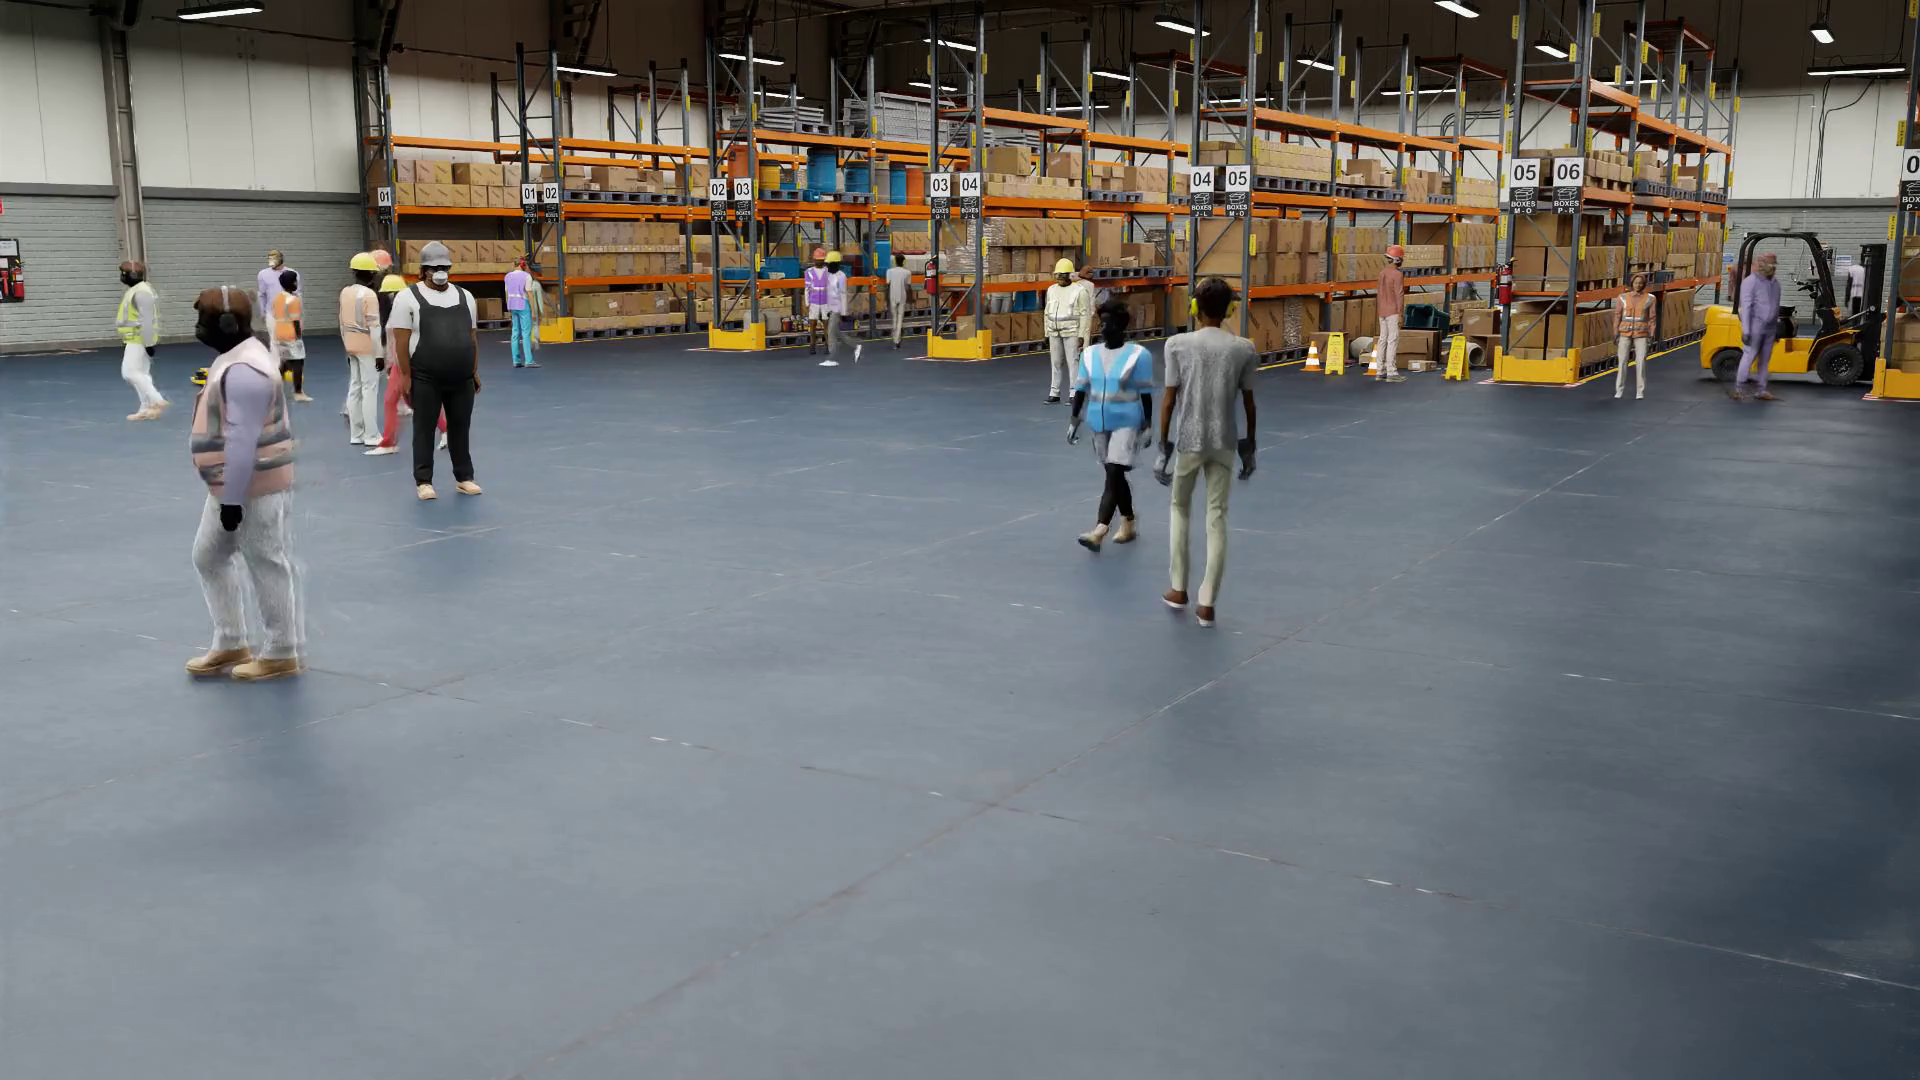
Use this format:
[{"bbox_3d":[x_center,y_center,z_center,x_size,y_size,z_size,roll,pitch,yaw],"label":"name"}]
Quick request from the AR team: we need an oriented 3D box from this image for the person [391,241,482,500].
[{"bbox_3d":[-4.114,-1.349,13.246,0.689,2.000,0.539,-9,13,-41],"label":"person"}]

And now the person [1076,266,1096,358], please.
[{"bbox_3d":[2.191,-3.990,29.174,0.269,1.632,0.505,-8,13,-36],"label":"person"}]

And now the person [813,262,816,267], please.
[{"bbox_3d":[-3.064,-5.221,36.075,0.501,1.632,0.286,5,11,24],"label":"person"}]

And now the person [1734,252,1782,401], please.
[{"bbox_3d":[10.327,-2.743,21.430,0.653,1.906,0.406,-5,11,-26],"label":"person"}]

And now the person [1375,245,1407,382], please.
[{"bbox_3d":[6.340,-3.319,24.407,0.382,1.994,0.613,-3,11,-17],"label":"person"}]

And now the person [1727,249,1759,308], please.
[{"bbox_3d":[17.014,-5.357,36.112,0.682,1.888,0.443,7,12,35],"label":"person"}]

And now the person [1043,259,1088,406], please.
[{"bbox_3d":[1.299,-2.593,20.804,0.600,1.829,0.404,7,12,33],"label":"person"}]

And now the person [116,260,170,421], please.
[{"bbox_3d":[-9.385,-2.266,18.981,0.441,1.828,0.633,-5,11,-28],"label":"person"}]

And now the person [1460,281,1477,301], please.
[{"bbox_3d":[12.537,-6.166,40.648,0.924,1.880,0.586,7,12,33],"label":"person"}]

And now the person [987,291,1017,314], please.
[{"bbox_3d":[0.833,-4.818,33.006,0.625,1.931,0.375,0,10,2],"label":"person"}]

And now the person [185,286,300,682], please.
[{"bbox_3d":[-3.382,-0.236,7.603,0.633,1.825,0.653,-5,11,-27],"label":"person"}]

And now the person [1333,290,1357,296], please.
[{"bbox_3d":[8.402,-5.267,36.345,0.508,1.628,0.319,3,10,14],"label":"person"}]

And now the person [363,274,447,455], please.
[{"bbox_3d":[-5.320,-1.692,16.028,0.855,1.734,0.527,-5,11,-25],"label":"person"}]

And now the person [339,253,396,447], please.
[{"bbox_3d":[-5.945,-1.899,16.646,0.594,1.924,0.382,8,13,39],"label":"person"}]

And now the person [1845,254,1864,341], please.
[{"bbox_3d":[18.175,-4.870,33.450,0.601,1.859,1.050,8,13,39],"label":"person"}]

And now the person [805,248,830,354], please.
[{"bbox_3d":[-2.553,-4.344,30.334,0.547,1.929,0.377,-1,10,-6],"label":"person"}]

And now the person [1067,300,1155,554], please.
[{"bbox_3d":[0.977,-0.753,10.982,0.550,1.642,0.881,7,12,36],"label":"person"}]

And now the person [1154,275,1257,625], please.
[{"bbox_3d":[1.324,-0.498,9.021,0.576,1.841,0.759,0,10,0],"label":"person"}]

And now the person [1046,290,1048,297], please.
[{"bbox_3d":[2.266,-5.893,39.219,0.510,1.860,0.347,-2,10,-12],"label":"person"}]

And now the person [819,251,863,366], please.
[{"bbox_3d":[-1.985,-3.831,27.533,0.710,1.905,0.602,-4,11,-19],"label":"person"}]

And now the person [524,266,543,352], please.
[{"bbox_3d":[-7.984,-4.261,30.765,0.514,1.611,0.525,-3,10,-14],"label":"person"}]

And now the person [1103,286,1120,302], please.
[{"bbox_3d":[3.924,-6.526,43.141,0.535,1.720,0.893,6,12,29],"label":"person"}]

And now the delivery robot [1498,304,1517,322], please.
[{"bbox_3d":[13.105,-5.487,40.321,0.707,0.478,0.477,-1,10,-6],"label":"delivery robot"}]

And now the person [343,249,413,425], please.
[{"bbox_3d":[-6.535,-2.267,18.630,0.605,1.963,0.967,4,11,19],"label":"person"}]

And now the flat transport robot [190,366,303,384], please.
[{"bbox_3d":[-10.327,-2.397,24.070,1.431,0.197,0.652,-6,12,-30],"label":"flat transport robot"}]

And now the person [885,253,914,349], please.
[{"bbox_3d":[-1.157,-4.644,32.310,0.544,1.817,0.968,2,10,11],"label":"person"}]

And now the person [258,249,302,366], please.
[{"bbox_3d":[-10.298,-3.435,25.218,0.633,1.936,0.355,-1,10,-6],"label":"person"}]

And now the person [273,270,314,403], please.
[{"bbox_3d":[-8.519,-2.559,21.007,0.540,1.683,0.506,8,13,38],"label":"person"}]

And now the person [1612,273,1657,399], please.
[{"bbox_3d":[8.790,-2.651,21.690,0.526,1.637,0.320,6,12,29],"label":"person"}]

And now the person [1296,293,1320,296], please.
[{"bbox_3d":[7.789,-5.542,37.135,0.585,1.903,0.504,8,13,37],"label":"person"}]

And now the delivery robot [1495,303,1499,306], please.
[{"bbox_3d":[13.202,-5.588,40.887,0.477,0.478,0.707,-2,10,-10],"label":"delivery robot"}]

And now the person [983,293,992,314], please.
[{"bbox_3d":[0.694,-5.234,35.701,0.898,1.785,0.621,-10,14,-43],"label":"person"}]

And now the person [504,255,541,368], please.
[{"bbox_3d":[-7.140,-3.708,27.029,0.562,1.838,0.390,5,11,28],"label":"person"}]
